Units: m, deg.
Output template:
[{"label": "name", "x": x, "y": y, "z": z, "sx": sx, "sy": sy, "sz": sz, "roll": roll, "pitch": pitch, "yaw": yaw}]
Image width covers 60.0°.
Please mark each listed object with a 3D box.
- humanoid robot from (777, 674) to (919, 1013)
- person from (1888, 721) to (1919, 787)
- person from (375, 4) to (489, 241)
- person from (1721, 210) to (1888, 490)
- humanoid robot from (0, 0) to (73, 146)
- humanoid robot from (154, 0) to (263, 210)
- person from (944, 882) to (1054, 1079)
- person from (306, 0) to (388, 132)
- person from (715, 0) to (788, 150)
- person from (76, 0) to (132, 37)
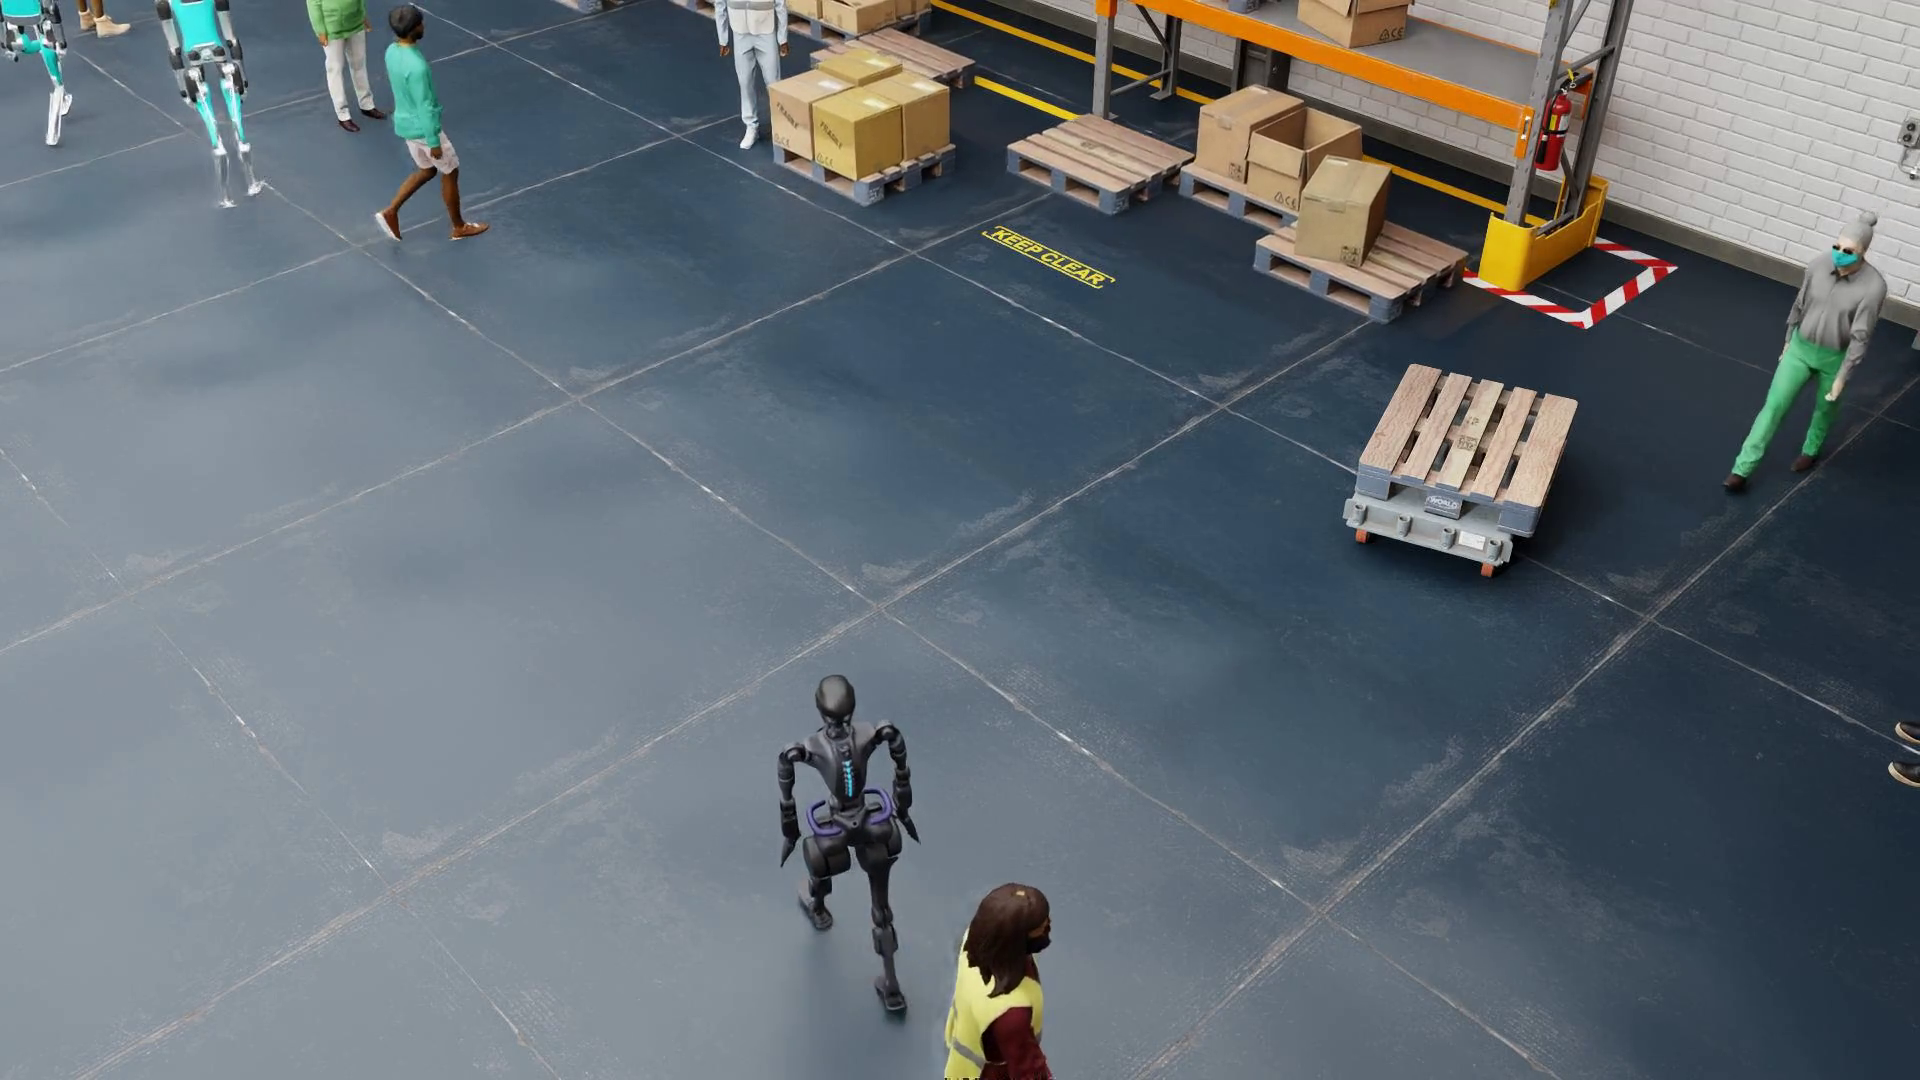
[{"label": "humanoid robot", "x": -0.455, "y": 1.176, "z": 6.852, "sx": 0.589, "sy": 1.619, "sz": 0.817, "roll": -12, "pitch": 39, "yaw": -15}, {"label": "person", "x": 4.800, "y": 0.330, "z": 7.700, "sx": 0.381, "sy": 1.957, "sz": 0.601, "roll": 19, "pitch": 41, "yaw": 24}, {"label": "person", "x": -4.006, "y": -3.017, "z": 12.239, "sx": 0.724, "sy": 1.825, "sz": 0.505, "roll": -25, "pitch": 44, "yaw": -29}, {"label": "person", "x": 5.006, "y": -1.083, "z": 9.708, "sx": 0.947, "sy": 1.789, "sz": 0.514, "roll": -30, "pitch": 46, "yaw": -34}, {"label": "humanoid robot", "x": -7.740, "y": -4.274, "z": 14.019, "sx": 0.574, "sy": 1.762, "sz": 1.052, "roll": -7, "pitch": 38, "yaw": -9}, {"label": "humanoid robot", "x": -5.739, "y": -3.453, "z": 12.894, "sx": 0.545, "sy": 1.792, "sz": 0.804, "roll": -21, "pitch": 42, "yaw": -25}, {"label": "person", "x": 0.211, "y": 1.848, "z": 5.884, "sx": 0.941, "sy": 1.717, "sz": 0.477, "roll": -1, "pitch": 37, "yaw": -1}, {"label": "person", "x": -5.238, "y": -4.381, "z": 14.080, "sx": 0.386, "sy": 1.780, "sz": 0.538, "roll": 23, "pitch": 43, "yaw": 27}, {"label": "person", "x": -1.703, "y": -4.157, "z": 13.683, "sx": 0.596, "sy": 1.906, "sz": 0.417, "roll": 3, "pitch": 37, "yaw": 4}, {"label": "person", "x": -8.363, "y": -5.838, "z": 15.814, "sx": 0.618, "sy": 2.030, "sz": 0.444, "roll": 26, "pitch": 44, "yaw": 30}]
